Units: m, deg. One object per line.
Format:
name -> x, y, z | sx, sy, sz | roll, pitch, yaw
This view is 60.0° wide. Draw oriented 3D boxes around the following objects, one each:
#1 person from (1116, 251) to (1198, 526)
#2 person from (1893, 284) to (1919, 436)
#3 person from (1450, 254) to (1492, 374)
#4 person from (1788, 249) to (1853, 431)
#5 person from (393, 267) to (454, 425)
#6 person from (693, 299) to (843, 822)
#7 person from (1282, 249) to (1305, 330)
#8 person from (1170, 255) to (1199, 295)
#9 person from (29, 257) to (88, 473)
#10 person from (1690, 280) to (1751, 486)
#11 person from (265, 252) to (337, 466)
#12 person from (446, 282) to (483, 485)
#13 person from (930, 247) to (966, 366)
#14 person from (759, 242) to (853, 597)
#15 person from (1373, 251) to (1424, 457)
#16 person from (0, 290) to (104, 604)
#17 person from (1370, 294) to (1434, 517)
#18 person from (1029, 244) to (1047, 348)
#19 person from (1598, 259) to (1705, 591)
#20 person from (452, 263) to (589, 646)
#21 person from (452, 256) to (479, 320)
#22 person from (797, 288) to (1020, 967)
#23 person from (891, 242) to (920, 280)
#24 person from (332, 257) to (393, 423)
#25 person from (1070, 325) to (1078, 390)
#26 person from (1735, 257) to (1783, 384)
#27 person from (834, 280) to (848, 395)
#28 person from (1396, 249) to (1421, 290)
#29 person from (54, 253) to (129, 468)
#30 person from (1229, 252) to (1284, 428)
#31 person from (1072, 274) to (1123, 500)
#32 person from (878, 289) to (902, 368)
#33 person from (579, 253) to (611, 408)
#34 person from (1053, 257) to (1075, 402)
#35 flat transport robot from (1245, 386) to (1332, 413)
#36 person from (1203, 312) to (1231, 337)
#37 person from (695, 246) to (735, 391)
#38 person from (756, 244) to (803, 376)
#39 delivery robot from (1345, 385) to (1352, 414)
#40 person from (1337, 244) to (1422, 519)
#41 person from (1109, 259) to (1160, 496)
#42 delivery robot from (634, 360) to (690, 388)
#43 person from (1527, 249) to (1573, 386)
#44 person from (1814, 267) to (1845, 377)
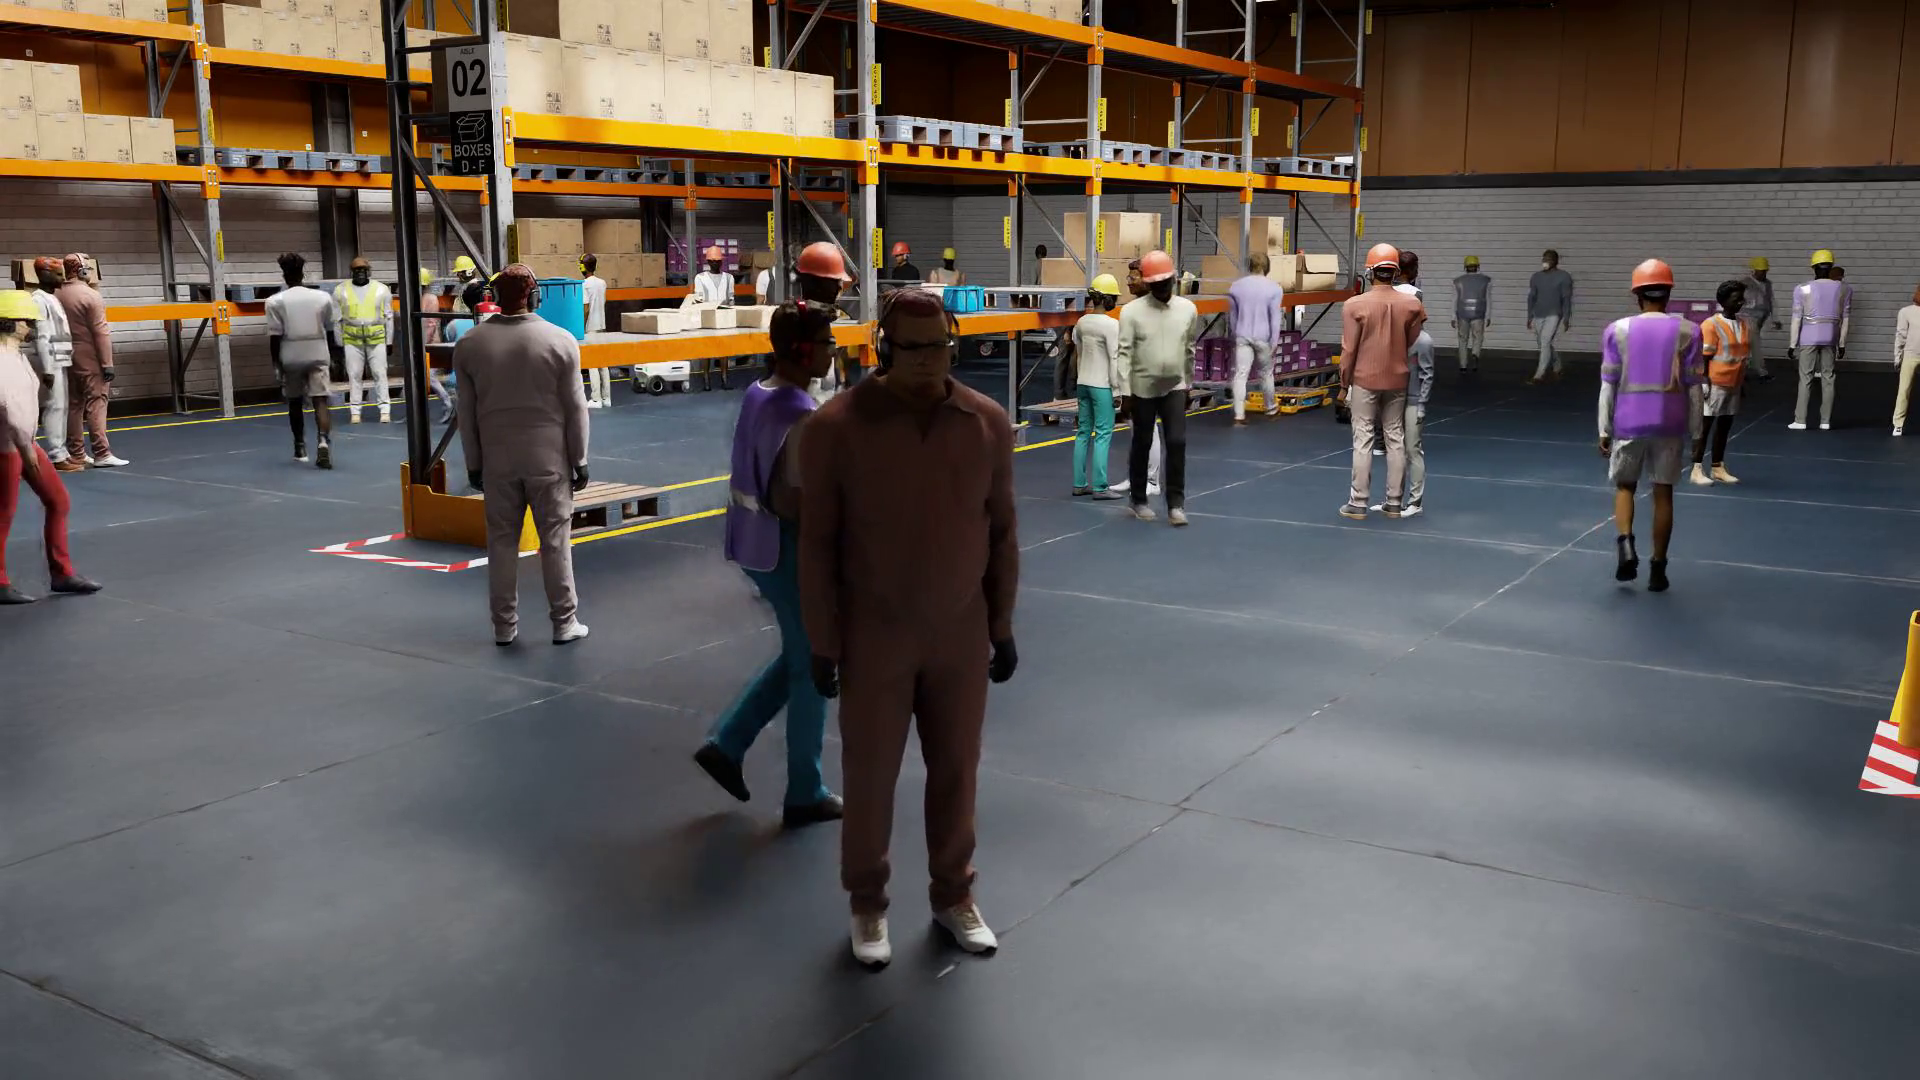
person -> 1.395, -1.059, 11.754 | 0.640, 1.939, 0.858 | -2, 10, -11
person -> 9.895, -1.864, 17.122 | 0.495, 1.626, 0.285 | 5, 11, 24
person -> 7.695, -3.399, 25.082 | 0.604, 1.816, 0.495 | 3, 11, 18
person -> 9.125, -2.119, 17.696 | 0.586, 1.924, 0.370 | 2, 10, 9
person -> -5.882, -2.131, 18.261 | 0.549, 1.738, 0.495 | 6, 12, 31
person -> -0.611, 0.092, 5.713 | 0.480, 1.826, 0.588 | -5, 11, -24
person -> 5.287, -3.662, 26.380 | 0.348, 1.879, 0.578 | 9, 14, 41
person -> 2.990, -3.061, 23.145 | 0.625, 1.844, 0.429 | 3, 11, 14
person -> -7.907, -1.523, 14.521 | 0.355, 1.878, 0.576 | -3, 11, -17
person -> 6.301, -1.292, 13.741 | 0.540, 1.695, 0.317 | -5, 11, -26
person -> -5.905, -1.627, 14.976 | 0.592, 1.928, 0.937 | -5, 11, -26
person -> -3.960, -1.278, 13.717 | 0.536, 1.686, 0.366 | 1, 10, 8
person -> -0.198, -3.765, 26.905 | 0.610, 1.934, 0.627 | -1, 10, -4
person -> -0.711, -0.647, 9.327 | 0.956, 1.999, 0.624 | 0, 10, 1
person -> 4.088, -1.730, 15.556 | 0.370, 1.916, 0.597 | -5, 11, -25
person -> -5.154, -0.504, 9.252 | 0.681, 1.747, 0.541 | -2, 10, -11
person -> 3.263, -0.986, 12.219 | 0.269, 1.632, 0.509 | -4, 11, -21
person -> 1.545, -4.603, 31.418 | 0.631, 1.938, 0.362 | -8, 13, -36
person -> 4.007, -0.661, 9.641 | 0.586, 1.913, 0.489 | 5, 11, 24
person -> -2.160, -0.415, 8.306 | 0.643, 1.908, 0.408 | 0, 10, -1
person -> -6.134, -2.634, 20.825 | 0.403, 1.826, 0.589 | -5, 11, -25
person -> -0.121, 0.248, 4.678 | 0.653, 1.893, 0.395 | -4, 11, -21
person -> -0.857, -3.487, 25.083 | 0.400, 1.989, 0.623 | -9, 13, -40
person -> -6.588, -2.195, 18.395 | 0.625, 1.833, 0.432 | -3, 11, -16
person -> 1.690, -2.952, 22.279 | 0.378, 1.932, 0.551 | -3, 11, -16
person -> 11.346, -3.109, 23.570 | 0.608, 1.770, 0.890 | -6, 12, -30
person -> -1.665, -2.848, 21.842 | 0.494, 1.886, 0.679 | -3, 11, -17
person -> 5.760, -2.900, 22.071 | 0.652, 1.906, 0.402 | 4, 11, 19
person -> -7.790, -1.593, 14.828 | 0.654, 1.906, 0.408 | 4, 11, 21
person -> 3.247, -2.182, 18.174 | 0.635, 1.873, 1.014 | 5, 11, 27
person -> 1.099, -1.193, 13.031 | 0.340, 1.760, 0.526 | -6, 12, -31
person -> -0.479, -1.194, 13.387 | 0.313, 1.633, 0.516 | -8, 13, -37
person -> -4.443, -2.520, 20.083 | 0.312, 1.865, 0.535 | 4, 11, 21
person -> 1.293, -2.552, 20.314 | 0.325, 1.843, 0.517 | 0, 10, 0
flat transport robot -> 3.909, -1.691, 19.906 | 0.652, 0.197, 1.431 | 6, 12, 31
person -> 3.843, -3.284, 24.693 | 0.368, 1.734, 0.497 | -5, 11, -26
person -> -3.279, -2.968, 22.360 | 0.551, 1.937, 0.345 | -4, 11, -21
person -> -2.230, -2.778, 21.024 | 0.685, 2.000, 0.821 | -1, 10, -6
delivery robot -> 4.454, -1.574, 18.207 | 0.477, 0.478, 0.707 | -1, 10, -6
person -> 3.036, -1.142, 12.084 | 0.614, 1.994, 0.381 | -2, 10, -10
person -> 1.429, -1.283, 13.213 | 0.329, 1.872, 0.507 | -4, 11, -22
delivery robot -> -3.912, -2.240, 21.898 | 0.707, 0.478, 0.477 | -8, 13, -39
person -> 8.312, -3.134, 23.391 | 0.925, 1.912, 0.640 | -8, 13, -36
person -> 12.834, -3.204, 24.533 | 0.277, 1.628, 0.502 | 7, 13, 36
